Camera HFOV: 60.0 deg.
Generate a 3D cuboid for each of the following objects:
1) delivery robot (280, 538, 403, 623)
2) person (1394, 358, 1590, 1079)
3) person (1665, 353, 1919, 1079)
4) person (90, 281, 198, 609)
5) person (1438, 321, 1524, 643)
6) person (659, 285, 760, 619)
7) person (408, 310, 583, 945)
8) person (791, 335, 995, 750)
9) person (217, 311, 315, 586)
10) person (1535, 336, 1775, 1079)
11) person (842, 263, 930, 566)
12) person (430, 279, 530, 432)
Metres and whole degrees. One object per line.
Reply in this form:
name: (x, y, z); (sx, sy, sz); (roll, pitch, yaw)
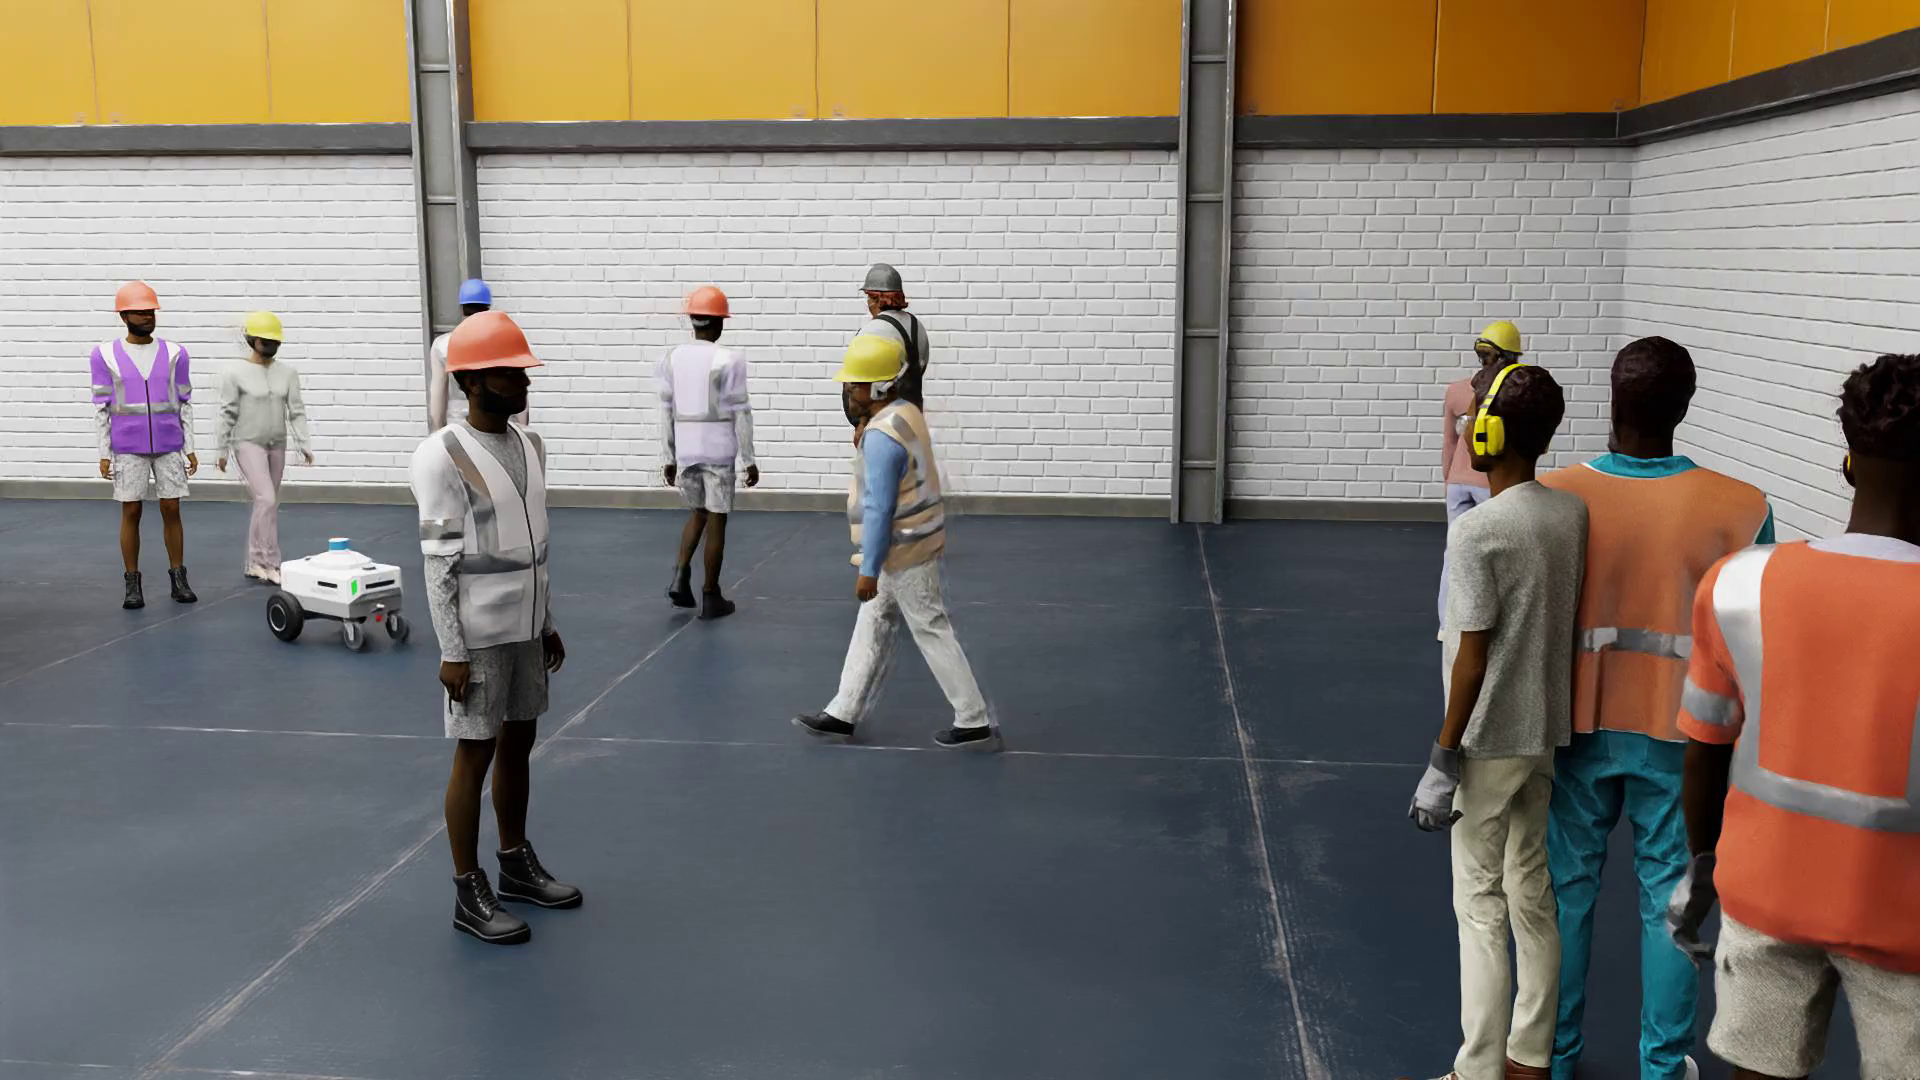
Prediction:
delivery robot: (-3.364, 0.233, 9.047); (0.707, 0.478, 0.477); (7, 12, 35)
person: (1.296, 0.500, 4.035); (0.514, 1.873, 0.329); (-8, 13, -38)
person: (1.572, 0.642, 2.955); (0.361, 1.963, 0.637); (-9, 13, -42)
person: (-4.851, -0.566, 9.932); (0.552, 1.942, 0.342); (-7, 12, -34)
person: (2.795, -0.278, 8.834); (0.338, 1.756, 0.532); (-8, 12, -37)
person: (-1.438, -0.498, 9.614); (0.566, 1.923, 0.410); (5, 11, 27)
person: (-1.429, 0.264, 5.181); (0.353, 1.942, 0.546); (4, 11, 21)
person: (-0.254, 0.029, 7.010); (0.876, 1.784, 0.603); (0, 10, 2)
person: (-4.371, -0.575, 10.554); (0.685, 1.734, 0.538); (6, 11, 29)
person: (1.647, 0.465, 4.091); (0.596, 1.921, 0.384); (4, 11, 22)
person: (-0.540, -0.844, 11.245); (0.536, 2.000, 0.674); (6, 11, 30)
person: (-3.113, -0.723, 10.835); (0.617, 1.942, 0.409); (-2, 10, -13)
